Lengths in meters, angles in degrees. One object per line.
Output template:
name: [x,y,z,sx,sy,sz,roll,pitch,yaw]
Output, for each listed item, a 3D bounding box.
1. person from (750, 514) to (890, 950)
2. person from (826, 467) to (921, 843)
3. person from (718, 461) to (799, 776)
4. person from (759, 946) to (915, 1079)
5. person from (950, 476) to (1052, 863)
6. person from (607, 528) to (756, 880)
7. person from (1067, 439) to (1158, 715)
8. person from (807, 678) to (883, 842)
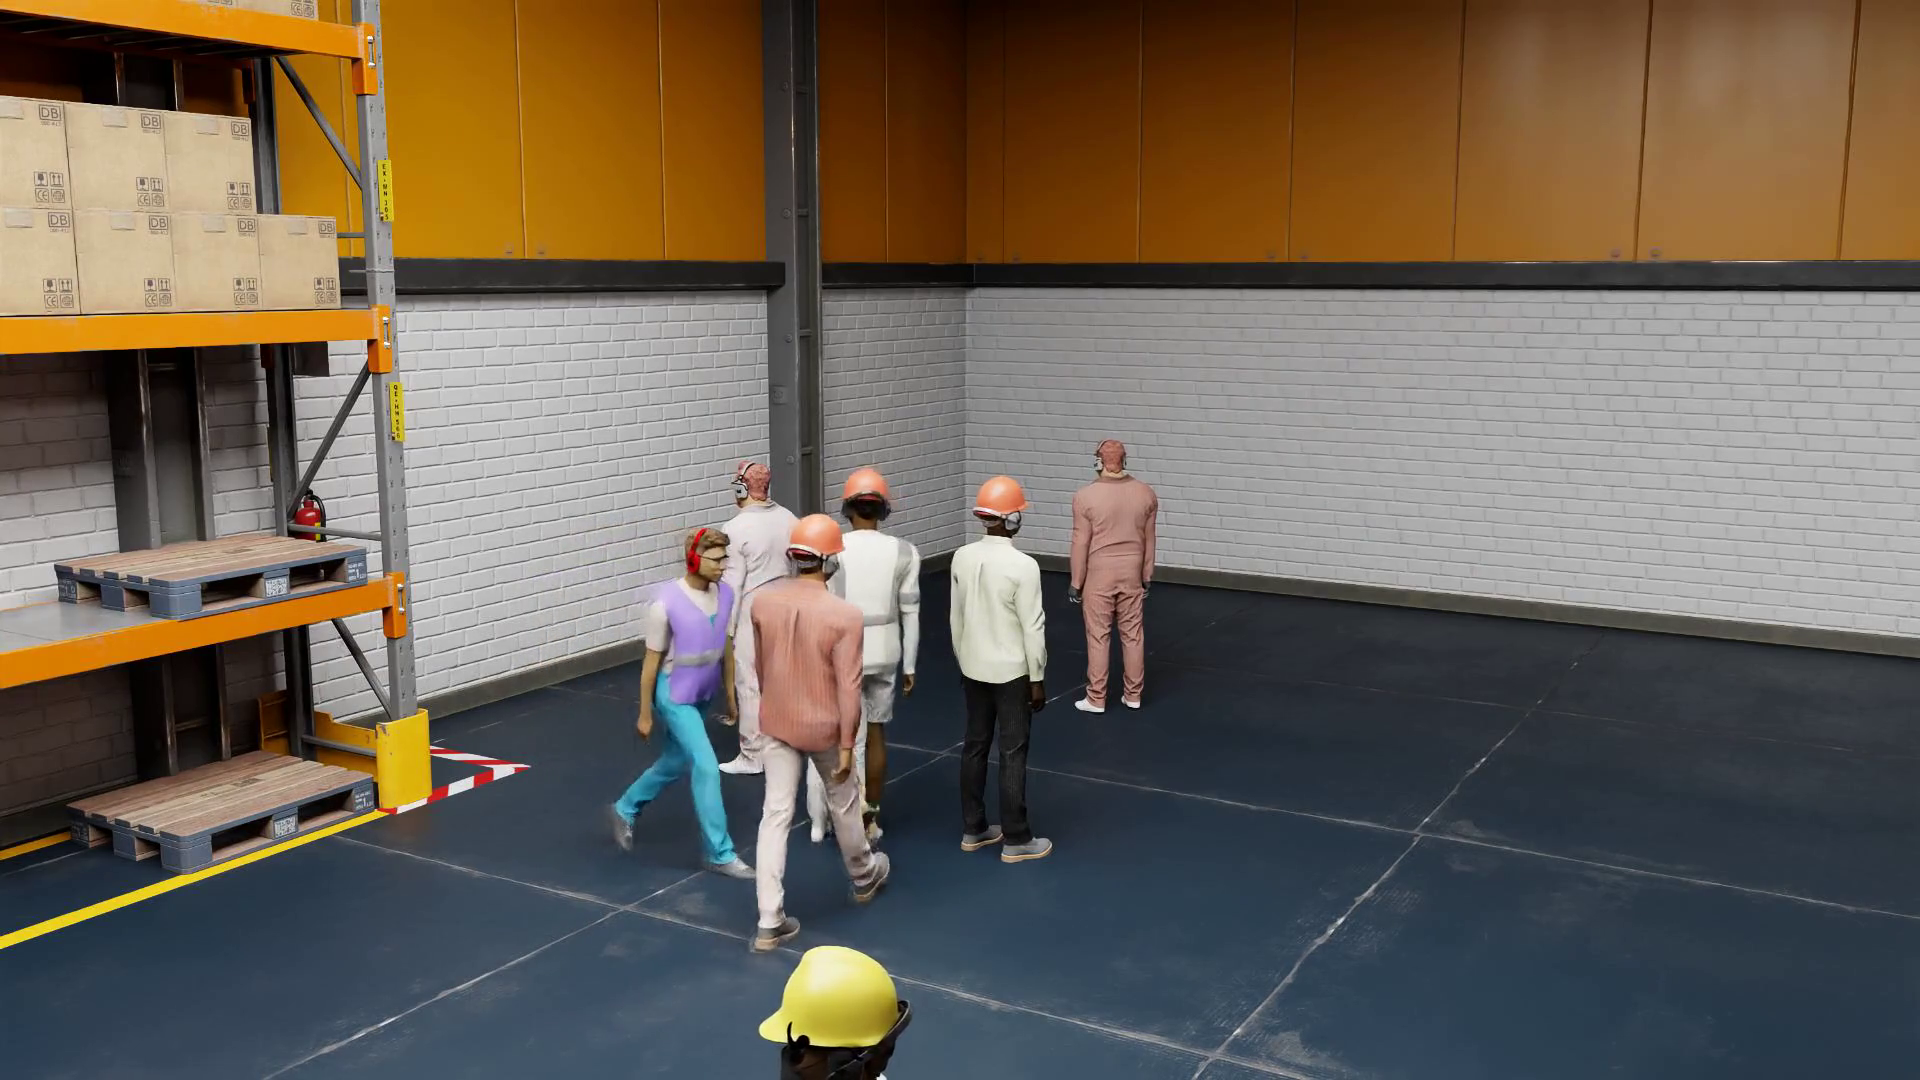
person: [-0.676,0.839,7.701,0.611,1.938,1.015,3,10,20]
person: [-0.499,0.640,8.719,0.647,2.015,0.650,-3,10,-18]
person: [-1.250,0.471,10.098,0.410,1.909,0.643,6,11,33]
person: [-0.215,1.638,3.249,0.323,1.769,0.523,-1,9,-6]
person: [0.210,0.665,8.609,0.612,1.997,0.375,9,12,43]
person: [-1.446,0.797,8.473,0.954,1.793,0.586,5,10,26]
person: [1.035,0.253,11.468,0.638,1.906,0.407,-4,10,-21]
person: [-0.650,0.808,8.840,0.498,1.634,0.284,4,10,22]
